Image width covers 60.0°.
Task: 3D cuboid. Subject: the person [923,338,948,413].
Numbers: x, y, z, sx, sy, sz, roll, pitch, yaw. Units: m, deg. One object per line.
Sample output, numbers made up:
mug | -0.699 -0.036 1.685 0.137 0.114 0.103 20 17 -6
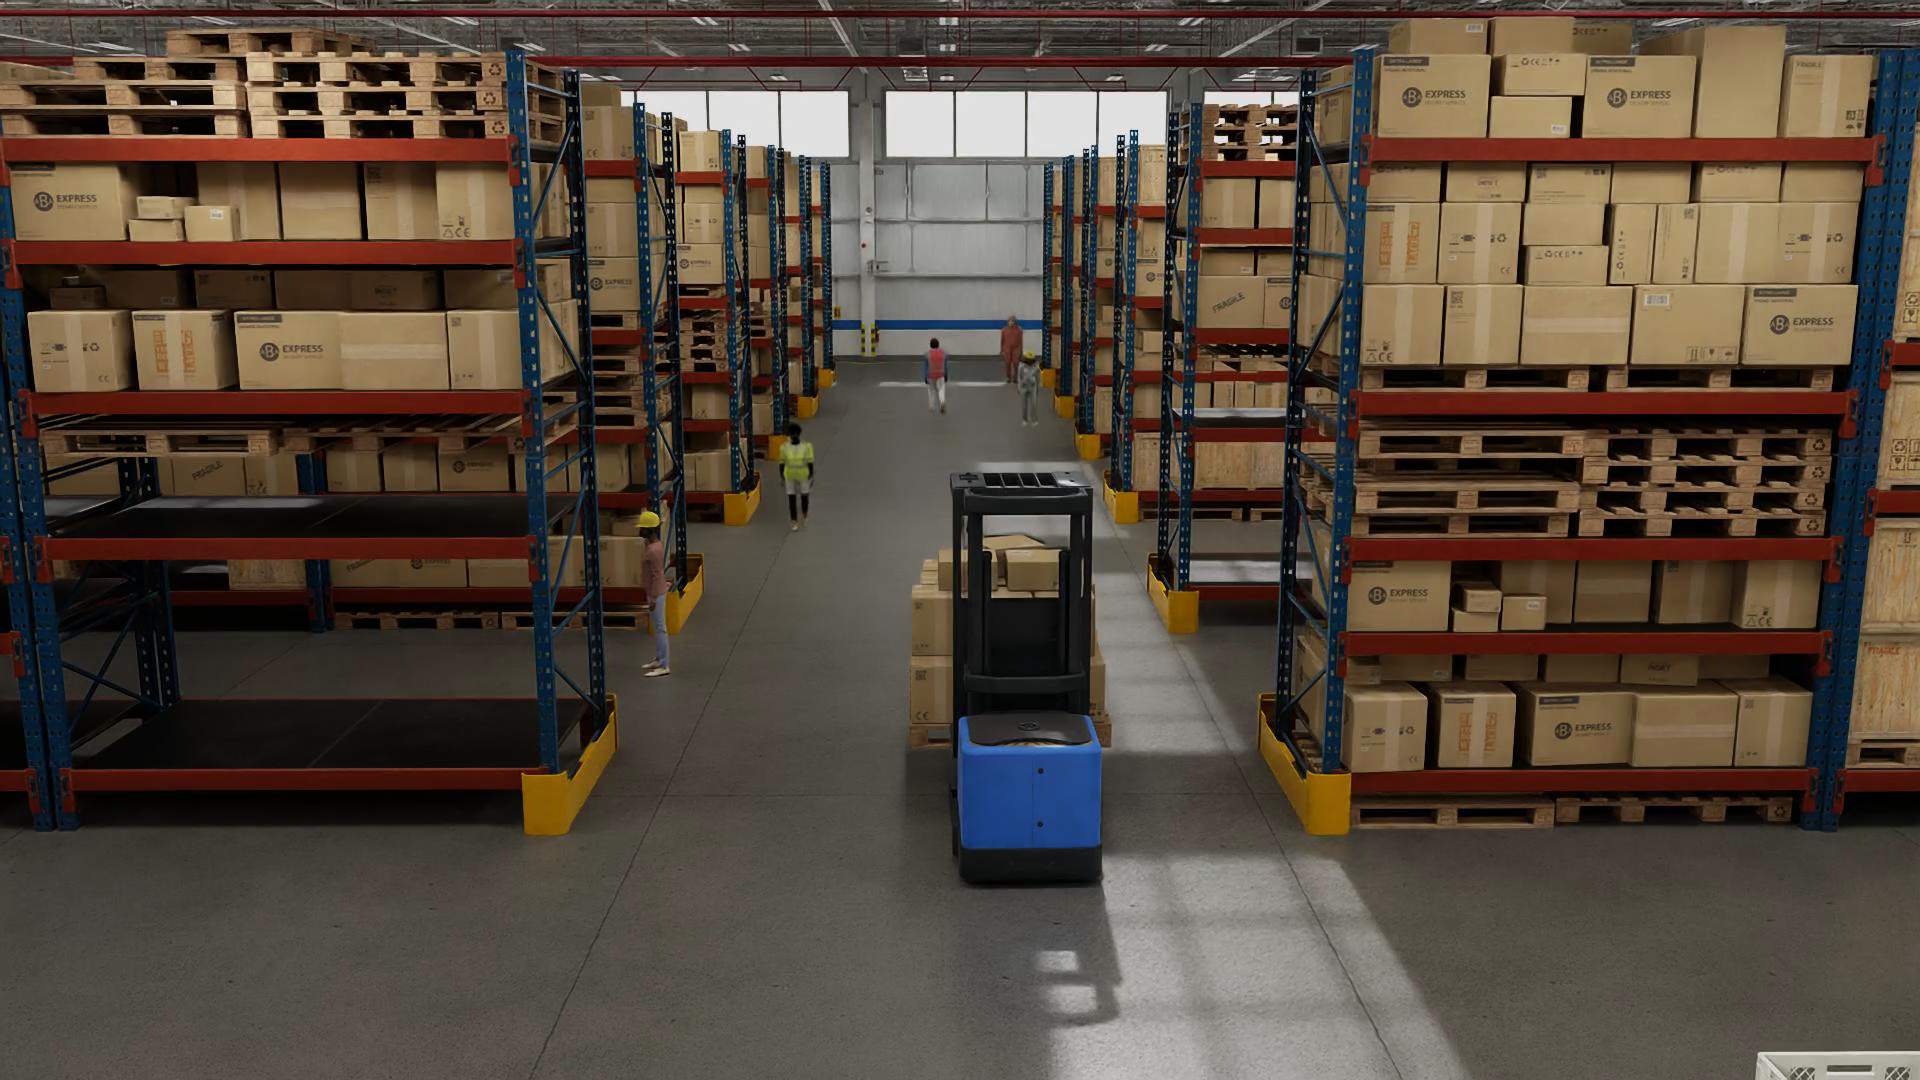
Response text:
person | -0.577 -3.931 39.811 0.636 1.826 0.699 -3 12 -13

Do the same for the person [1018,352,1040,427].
person | 1.551 -3.383 37.419 0.503 1.698 0.900 0 11 -2

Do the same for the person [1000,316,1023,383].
person | 1.439 -5.329 46.620 0.659 1.870 0.861 1 11 3

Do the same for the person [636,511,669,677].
person | -3.260 0.567 17.663 0.309 1.769 0.524 -3 12 -14

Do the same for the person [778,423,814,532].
person | -2.504 -0.952 25.383 0.547 1.679 0.395 0 11 0

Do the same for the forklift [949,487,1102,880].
forklift | 0.495 0.986 12.813 1.129 2.768 1.873 0 11 -2
